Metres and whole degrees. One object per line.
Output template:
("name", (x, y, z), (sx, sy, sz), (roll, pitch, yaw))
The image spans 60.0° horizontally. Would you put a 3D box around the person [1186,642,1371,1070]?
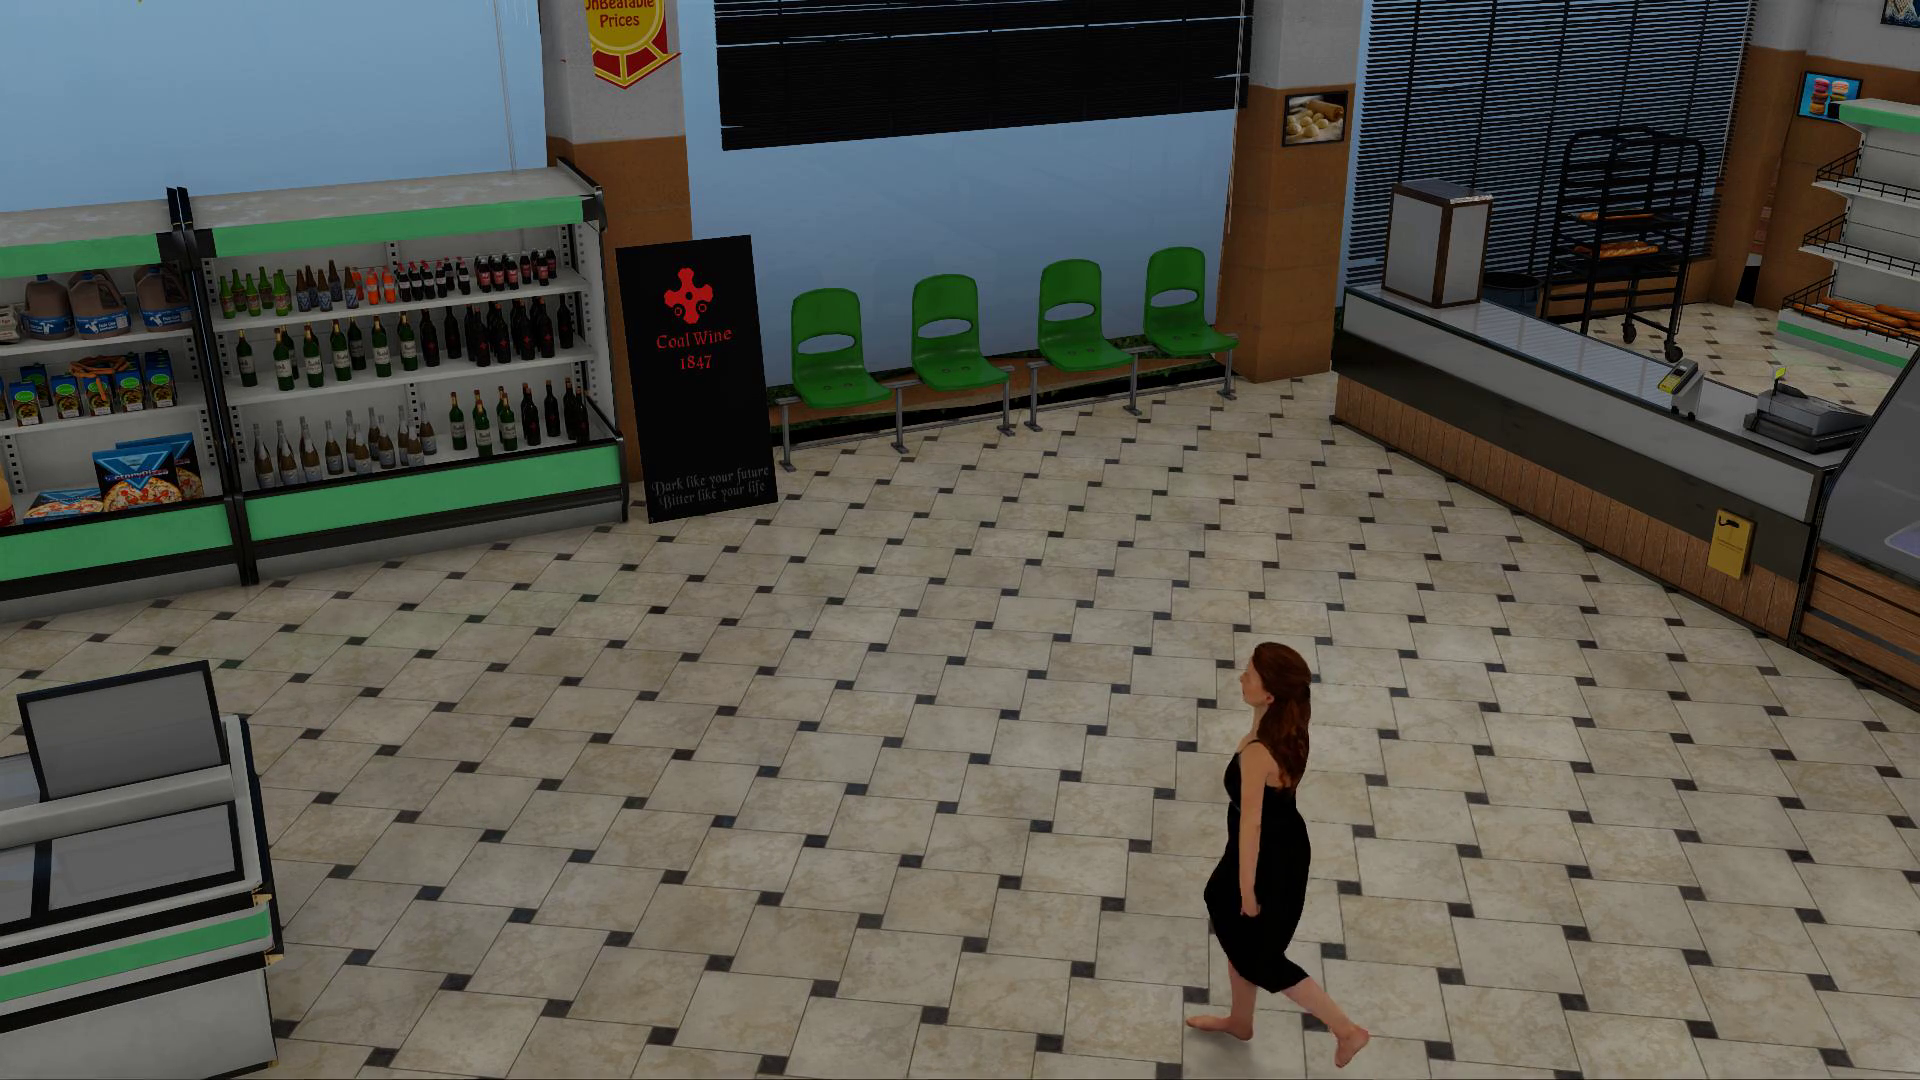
("person", (1.109, 1.110, 5.590), (0.949, 1.601, 0.932), (12, 26, 25))
